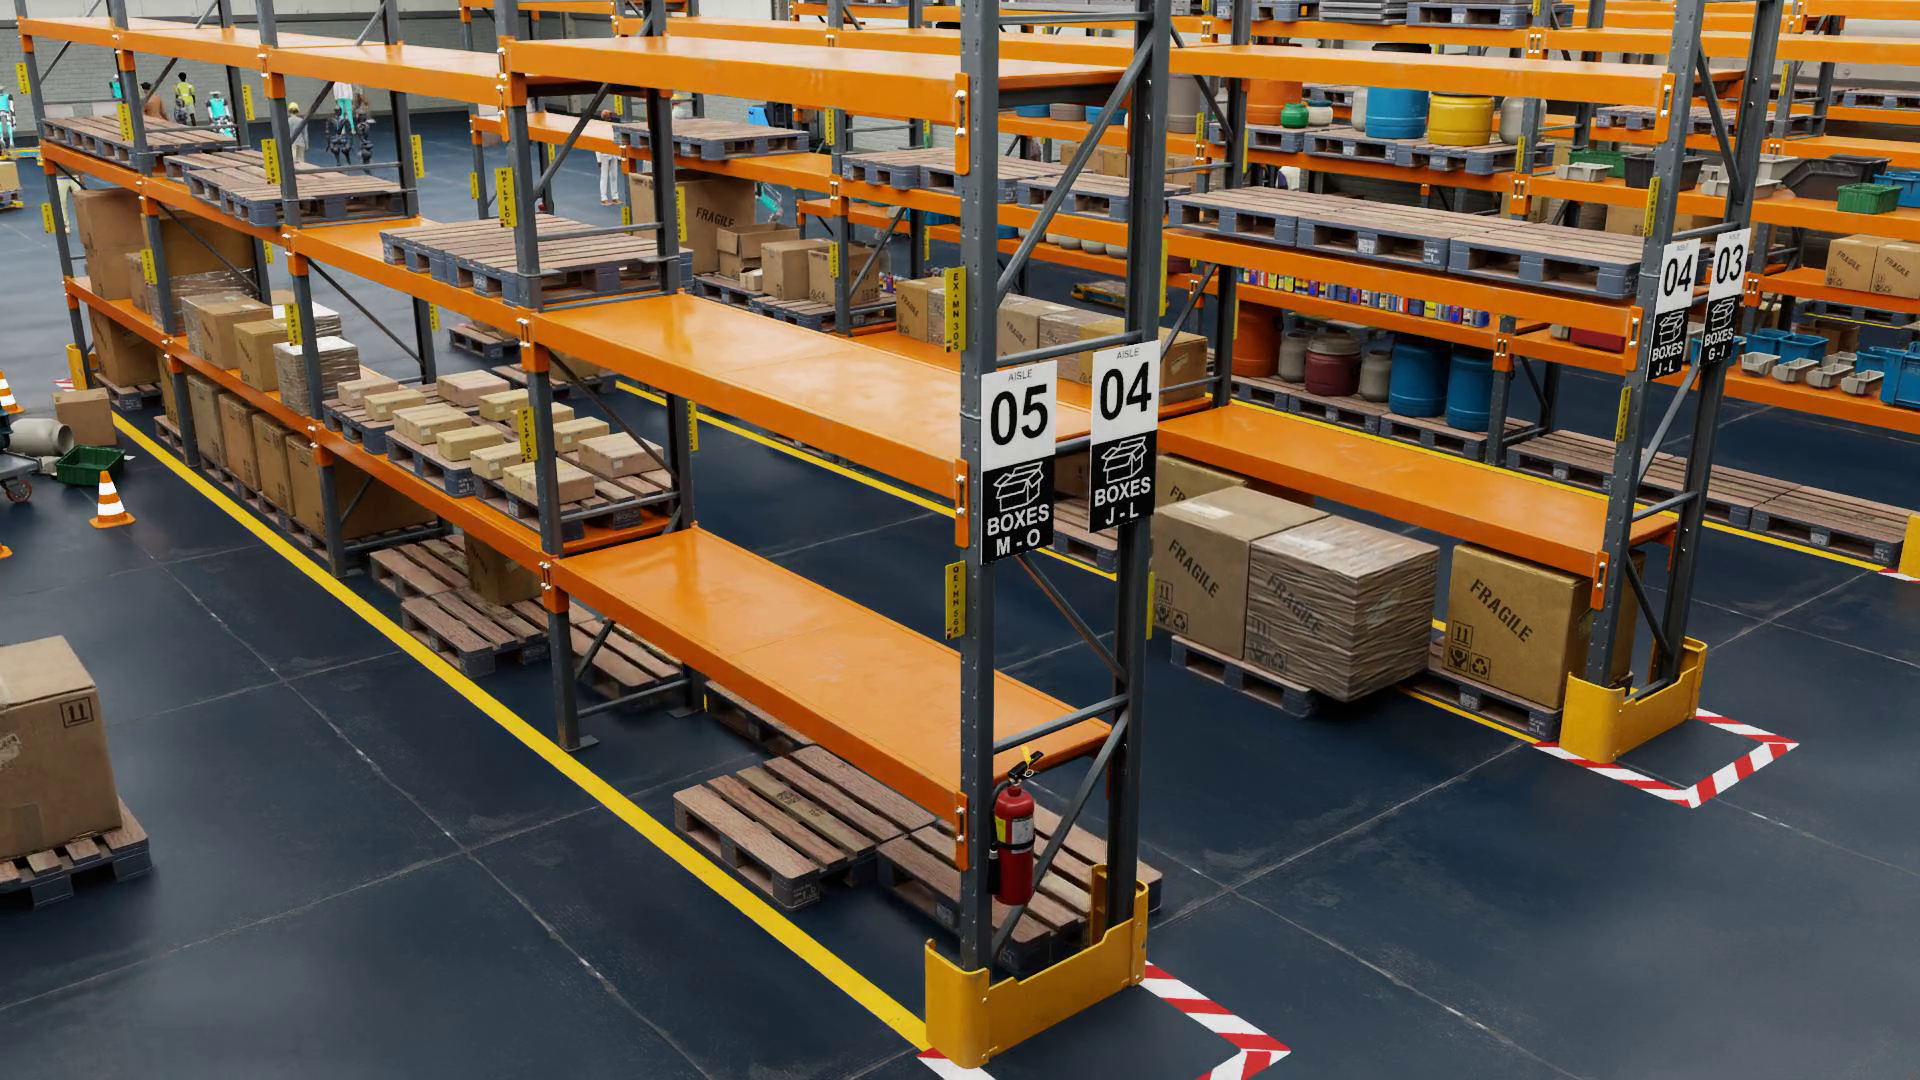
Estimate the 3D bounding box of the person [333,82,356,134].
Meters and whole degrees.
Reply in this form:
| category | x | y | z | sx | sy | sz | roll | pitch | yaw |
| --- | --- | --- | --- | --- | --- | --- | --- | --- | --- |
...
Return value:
| category | x | y | z | sx | sy | sz | roll | pitch | yaw |
| --- | --- | --- | --- | --- | --- | --- | --- | --- | --- |
| person | -17.289 | -12.371 | 46.667 | 0.498 | 1.912 | 0.354 | -1 | 19 | -4 |

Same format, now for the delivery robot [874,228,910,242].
| category | x | y | z | sx | sy | sz | roll | pitch | yaw |
| --- | --- | --- | --- | --- | --- | --- | --- | --- | --- |
| delivery robot | -1.125 | -5.552 | 29.336 | 0.811 | 0.614 | 0.499 | -16 | 25 | -38 |

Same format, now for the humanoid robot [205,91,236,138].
| category | x | y | z | sx | sy | sz | roll | pitch | yaw |
| --- | --- | --- | --- | --- | --- | --- | --- | --- | --- |
| humanoid robot | -17.230 | -9.568 | 39.096 | 0.822 | 1.863 | 0.532 | 15 | 24 | 36 |

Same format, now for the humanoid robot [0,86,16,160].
| category | x | y | z | sx | sy | sz | roll | pitch | yaw |
| --- | --- | --- | --- | --- | --- | --- | --- | --- | --- |
| humanoid robot | -23.324 | -10.140 | 40.577 | 0.537 | 1.787 | 0.718 | -8 | 21 | -22 |

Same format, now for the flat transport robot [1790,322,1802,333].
| category | x | y | z | sx | sy | sz | roll | pitch | yaw |
| --- | --- | --- | --- | --- | --- | --- | --- | --- | --- |
| flat transport robot | 10.551 | -2.703 | 21.629 | 0.659 | 0.231 | 1.431 | -15 | 24 | -36 |

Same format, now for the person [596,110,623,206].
| category | x | y | z | sx | sy | sz | roll | pitch | yaw |
| --- | --- | --- | --- | --- | --- | --- | --- | --- | --- |
| person | -7.040 | -7.652 | 33.301 | 0.351 | 1.878 | 0.564 | 16 | 25 | 39 |

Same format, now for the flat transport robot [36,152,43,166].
| category | x | y | z | sx | sy | sz | roll | pitch | yaw |
| --- | --- | --- | --- | --- | --- | --- | --- | --- | --- |
| flat transport robot | -21.849 | -9.175 | 40.049 | 0.659 | 0.231 | 1.431 | -10 | 21 | -25 |

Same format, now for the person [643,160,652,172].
| category | x | y | z | sx | sy | sz | roll | pitch | yaw |
| --- | --- | --- | --- | --- | --- | --- | --- | --- | --- |
| person | -5.194 | -5.941 | 28.307 | 0.367 | 1.959 | 0.602 | 0 | 19 | 0 |

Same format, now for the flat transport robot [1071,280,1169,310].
| category | x | y | z | sx | sy | sz | roll | pitch | yaw |
| --- | --- | --- | --- | --- | --- | --- | --- | --- | --- |
| flat transport robot | 2.293 | -3.518 | 23.950 | 0.659 | 0.231 | 1.431 | -13 | 23 | -33 |

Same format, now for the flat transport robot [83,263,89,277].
| category | x | y | z | sx | sy | sz | roll | pitch | yaw |
| --- | --- | --- | --- | --- | --- | --- | --- | --- | --- |
| flat transport robot | -12.238 | -3.822 | 24.812 | 0.659 | 0.231 | 1.431 | 16 | 25 | 38 |

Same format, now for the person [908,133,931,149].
| category | x | y | z | sx | sy | sz | roll | pitch | yaw |
| --- | --- | --- | --- | --- | --- | --- | --- | --- | --- |
| person | -0.810 | -7.503 | 33.066 | 0.469 | 1.742 | 0.345 | -4 | 20 | -11 |

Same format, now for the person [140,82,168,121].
| category | x | y | z | sx | sy | sz | roll | pitch | yaw |
| --- | --- | --- | --- | --- | --- | --- | --- | --- | --- |
| person | -19.997 | -10.359 | 41.060 | 0.717 | 1.824 | 0.810 | 7 | 21 | 20 |

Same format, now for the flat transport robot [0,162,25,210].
| category | x | y | z | sx | sy | sz | roll | pitch | yaw |
| --- | --- | --- | --- | --- | --- | --- | --- | --- | --- |
| flat transport robot | -19.101 | -6.522 | 32.498 | 0.659 | 0.231 | 1.431 | 3 | 20 | 9 |

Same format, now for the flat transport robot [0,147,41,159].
| category | x | y | z | sx | sy | sz | roll | pitch | yaw |
| --- | --- | --- | --- | --- | --- | --- | --- | --- | --- |
| flat transport robot | -23.077 | -9.591 | 41.233 | 1.431 | 0.231 | 0.659 | -11 | 22 | -28 |

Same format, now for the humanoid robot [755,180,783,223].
| category | x | y | z | sx | sy | sz | roll | pitch | yaw |
| --- | --- | --- | --- | --- | --- | --- | --- | --- | --- |
| humanoid robot | -3.372 | -6.159 | 29.049 | 0.735 | 1.676 | 0.533 | 0 | 19 | 1 |

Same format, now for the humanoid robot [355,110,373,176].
| category | x | y | z | sx | sy | sz | roll | pitch | yaw |
| --- | --- | --- | --- | --- | --- | --- | --- | --- | --- |
| humanoid robot | -12.722 | -8.339 | 35.548 | 0.335 | 1.650 | 0.596 | -3 | 20 | -8 |

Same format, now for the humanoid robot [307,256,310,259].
| category | x | y | z | sx | sy | sz | roll | pitch | yaw |
| --- | --- | --- | --- | --- | --- | --- | --- | --- | --- |
| humanoid robot | -10.737 | -5.227 | 26.685 | 0.590 | 1.644 | 0.335 | 9 | 21 | 25 |

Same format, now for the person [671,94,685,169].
| category | x | y | z | sx | sy | sz | roll | pitch | yaw |
| --- | --- | --- | --- | --- | --- | --- | --- | --- | --- |
| person | -6.373 | -8.978 | 37.076 | 0.579 | 1.879 | 0.568 | 5 | 20 | 13 |

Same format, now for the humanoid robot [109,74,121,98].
| category | x | y | z | sx | sy | sz | roll | pitch | yaw |
| --- | --- | --- | --- | --- | --- | --- | --- | --- | --- |
| humanoid robot | -22.627 | -11.790 | 45.303 | 0.538 | 1.776 | 0.935 | 2 | 19 | 5 |

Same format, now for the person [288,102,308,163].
| category | x | y | z | sx | sy | sz | roll | pitch | yaw |
| --- | --- | --- | --- | --- | --- | --- | --- | --- | --- |
| person | -14.553 | -8.702 | 36.492 | 0.532 | 1.737 | 0.696 | -11 | 22 | -29 |

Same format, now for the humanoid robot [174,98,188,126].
| category | x | y | z | sx | sy | sz | roll | pitch | yaw |
| --- | --- | --- | --- | --- | --- | --- | --- | --- | --- |
| humanoid robot | -18.094 | -9.435 | 38.672 | 0.345 | 1.637 | 0.589 | -2 | 20 | -7 |

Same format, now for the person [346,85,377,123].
| category | x | y | z | sx | sy | sz | roll | pitch | yaw |
| --- | --- | --- | --- | --- | --- | --- | --- | --- | --- |
| person | -17.931 | -13.350 | 49.548 | 0.498 | 1.851 | 0.828 | 18 | 26 | 41 |

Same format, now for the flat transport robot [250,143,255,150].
| category | x | y | z | sx | sy | sz | roll | pitch | yaw |
| --- | --- | --- | --- | --- | --- | --- | --- | --- | --- |
| flat transport robot | -18.772 | -9.948 | 42.248 | 1.431 | 0.231 | 0.659 | 2 | 19 | 6 |

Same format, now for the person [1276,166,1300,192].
| category | x | y | z | sx | sy | sz | roll | pitch | yaw |
| --- | --- | --- | --- | --- | --- | --- | --- | --- | --- |
| person | 5.330 | -5.479 | 27.149 | 0.390 | 1.847 | 0.562 | 15 | 24 | 36 |

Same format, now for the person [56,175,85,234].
| category | x | y | z | sx | sy | sz | roll | pitch | yaw |
| --- | --- | --- | --- | --- | --- | --- | --- | --- | --- |
| person | -16.067 | -6.476 | 29.921 | 0.546 | 1.891 | 0.384 | -13 | 23 | -32 |

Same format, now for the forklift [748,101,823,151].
| category | x | y | z | sx | sy | sz | roll | pitch | yaw |
| --- | --- | --- | --- | --- | --- | --- | --- | --- | --- |
| forklift | -4.526 | -11.368 | 42.374 | 1.129 | 2.768 | 1.873 | -15 | 24 | -37 |

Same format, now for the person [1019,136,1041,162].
| category | x | y | z | sx | sy | sz | roll | pitch | yaw |
| --- | --- | --- | --- | --- | --- | --- | --- | --- | --- |
| person | 1.286 | -6.682 | 30.707 | 0.541 | 1.756 | 0.415 | -12 | 23 | -31 |

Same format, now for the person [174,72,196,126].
| category | x | y | z | sx | sy | sz | roll | pitch | yaw |
| --- | --- | --- | --- | --- | --- | --- | --- | --- | --- |
| person | -21.719 | -12.259 | 46.681 | 0.528 | 1.688 | 0.322 | -10 | 22 | -25 |

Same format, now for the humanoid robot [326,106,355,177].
| category | x | y | z | sx | sy | sz | roll | pitch | yaw |
| --- | --- | --- | --- | --- | --- | --- | --- | --- | --- |
| humanoid robot | -13.651 | -8.701 | 36.579 | 0.612 | 1.649 | 0.368 | -4 | 20 | -12 |
